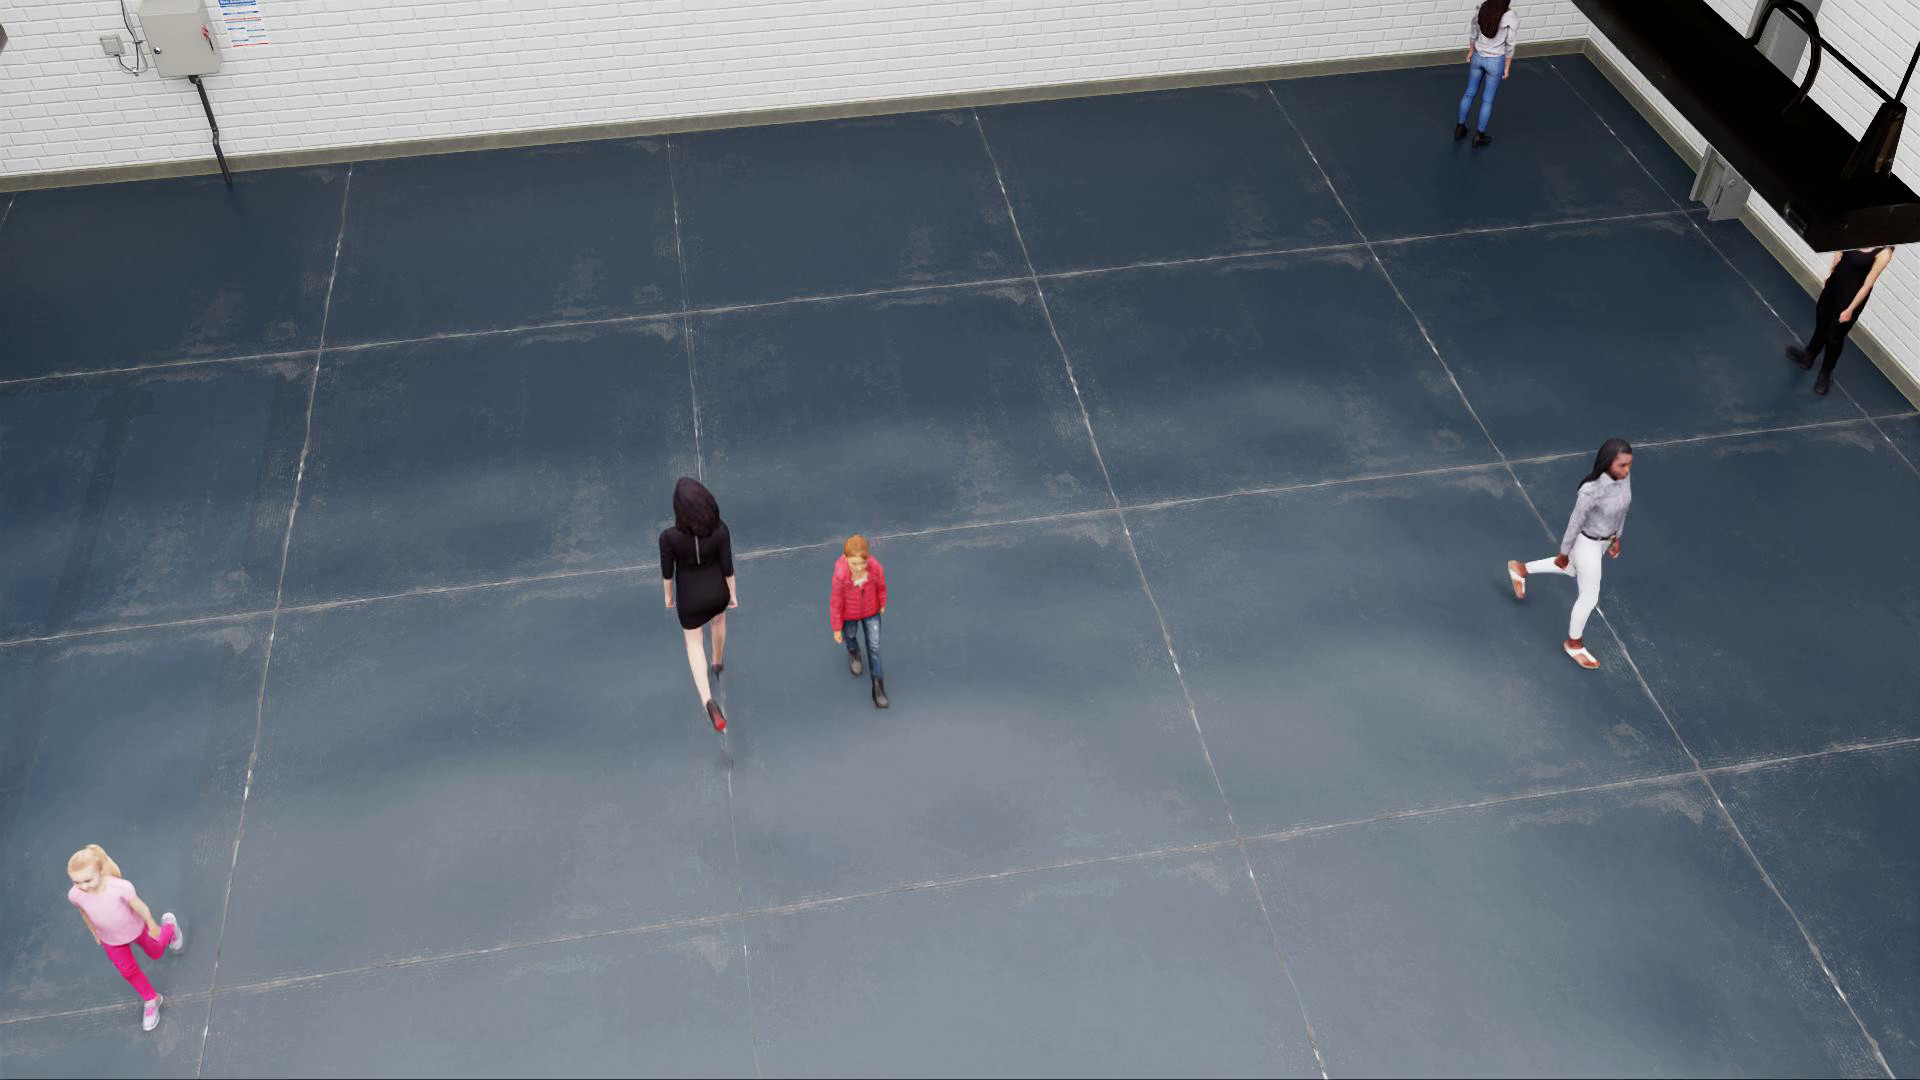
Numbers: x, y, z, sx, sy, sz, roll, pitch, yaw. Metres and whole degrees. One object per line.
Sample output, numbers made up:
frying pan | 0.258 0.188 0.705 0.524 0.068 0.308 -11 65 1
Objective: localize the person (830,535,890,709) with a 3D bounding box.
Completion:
person | -0.660 0.410 10.572 0.534 1.287 0.847 -9 44 -9

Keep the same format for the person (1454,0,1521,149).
person | 4.890 -4.434 15.406 0.645 1.632 0.741 33 53 30

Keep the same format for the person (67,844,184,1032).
person | -4.460 2.031 8.892 0.483 1.257 0.815 -7 44 -7

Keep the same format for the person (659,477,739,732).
person | -1.559 0.423 10.204 0.646 1.777 1.046 -10 45 -10

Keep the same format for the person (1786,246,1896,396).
person | 6.783 -1.932 12.760 0.819 1.660 0.477 0 44 0

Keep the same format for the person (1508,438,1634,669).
person | 3.988 -0.016 10.723 0.943 1.695 1.192 -28 50 -26
